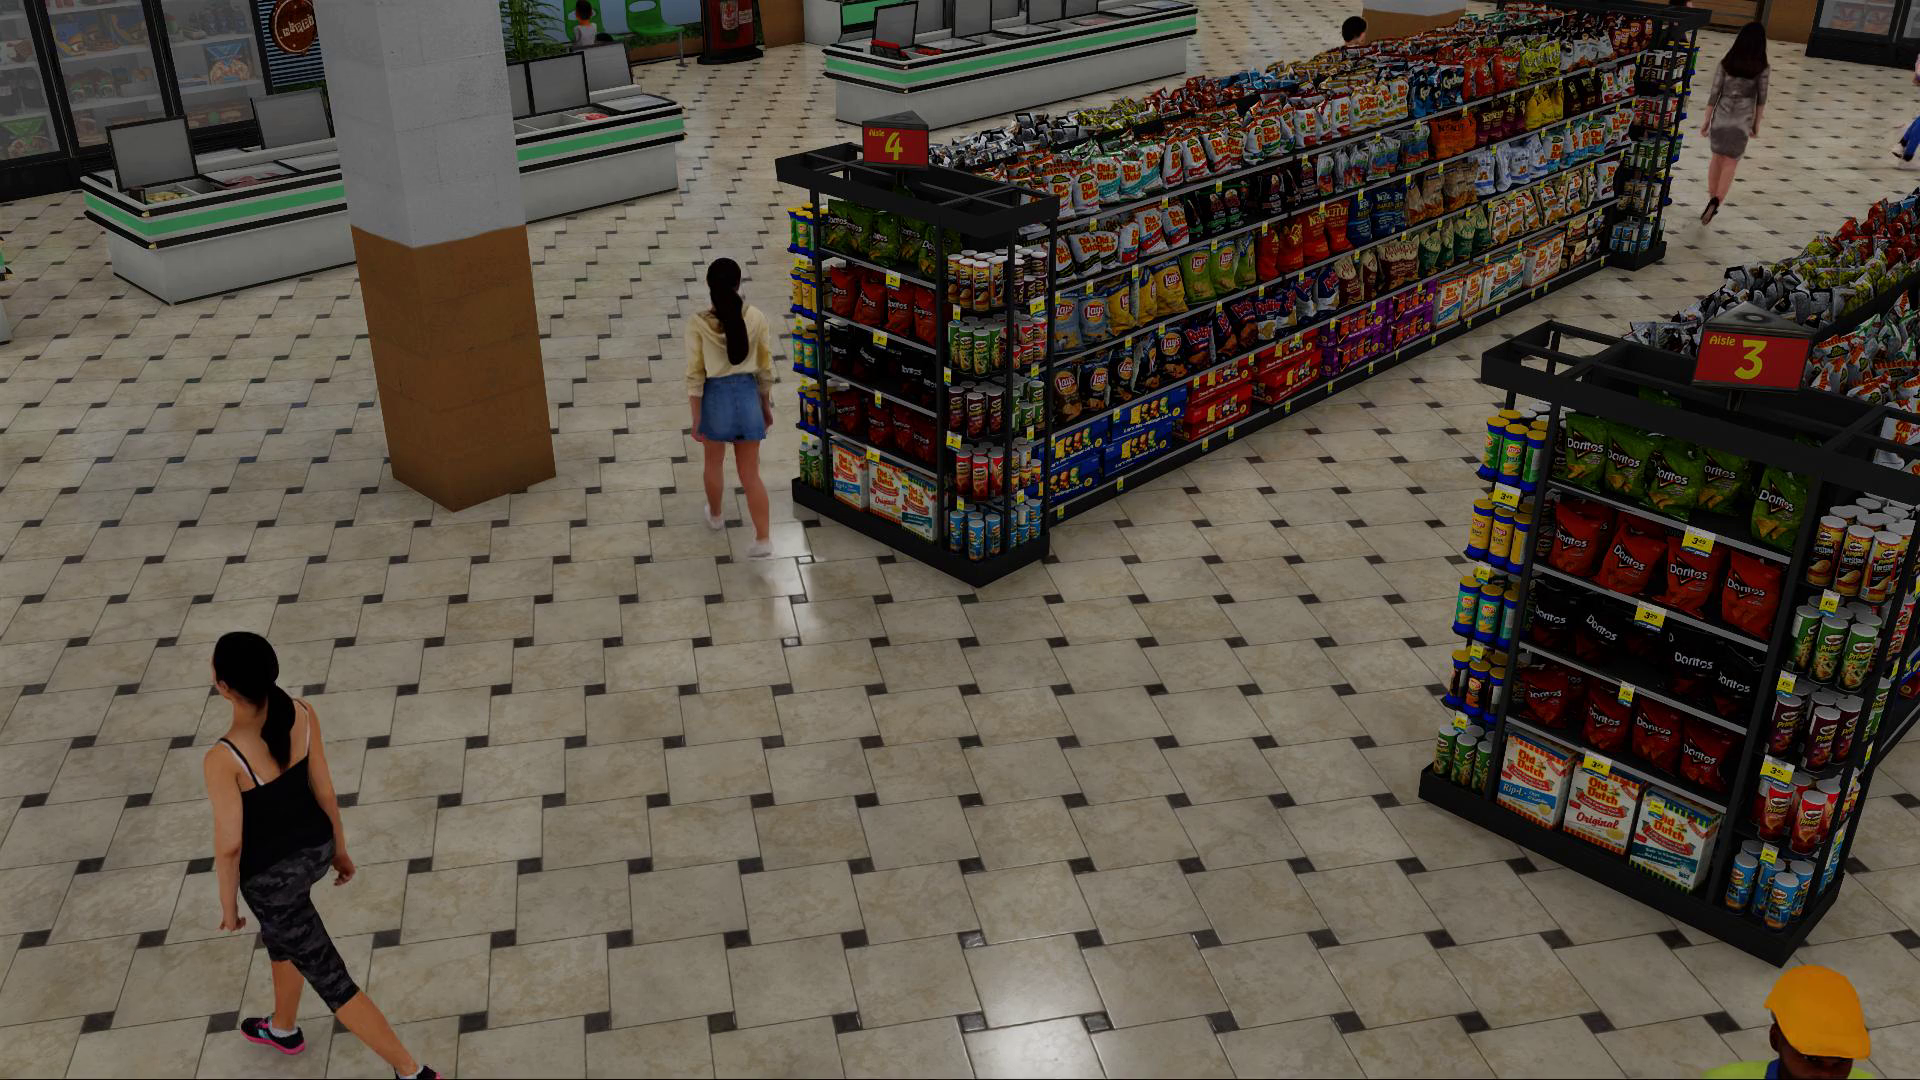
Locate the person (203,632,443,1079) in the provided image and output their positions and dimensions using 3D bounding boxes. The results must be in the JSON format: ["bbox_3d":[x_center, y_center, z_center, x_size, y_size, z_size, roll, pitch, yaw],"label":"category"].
[{"bbox_3d":[-2.042,1.092,5.227,0.896,1.687,1.127,12,29,22],"label":"person"}]

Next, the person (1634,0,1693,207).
[{"bbox_3d":[6.378,-4.006,15.109,0.826,1.841,0.764,0,27,1],"label":"person"}]

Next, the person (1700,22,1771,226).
[{"bbox_3d":[6.611,-3.521,14.297,0.786,1.711,1.171,16,31,28],"label":"person"}]

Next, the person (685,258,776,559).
[{"bbox_3d":[-1.175,-0.646,8.758,1.148,1.593,0.990,-12,29,-22],"label":"person"}]

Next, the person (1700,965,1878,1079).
[{"bbox_3d":[1.816,1.710,3.869,0.735,1.812,0.806,-1,27,-2],"label":"person"}]

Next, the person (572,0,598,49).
[{"bbox_3d":[-3.890,-4.983,17.462,0.435,1.455,0.652,-22,34,-36],"label":"person"}]

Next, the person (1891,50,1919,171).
[{"bbox_3d":[9.328,-4.448,16.075,0.848,1.756,0.787,0,27,0],"label":"person"}]
